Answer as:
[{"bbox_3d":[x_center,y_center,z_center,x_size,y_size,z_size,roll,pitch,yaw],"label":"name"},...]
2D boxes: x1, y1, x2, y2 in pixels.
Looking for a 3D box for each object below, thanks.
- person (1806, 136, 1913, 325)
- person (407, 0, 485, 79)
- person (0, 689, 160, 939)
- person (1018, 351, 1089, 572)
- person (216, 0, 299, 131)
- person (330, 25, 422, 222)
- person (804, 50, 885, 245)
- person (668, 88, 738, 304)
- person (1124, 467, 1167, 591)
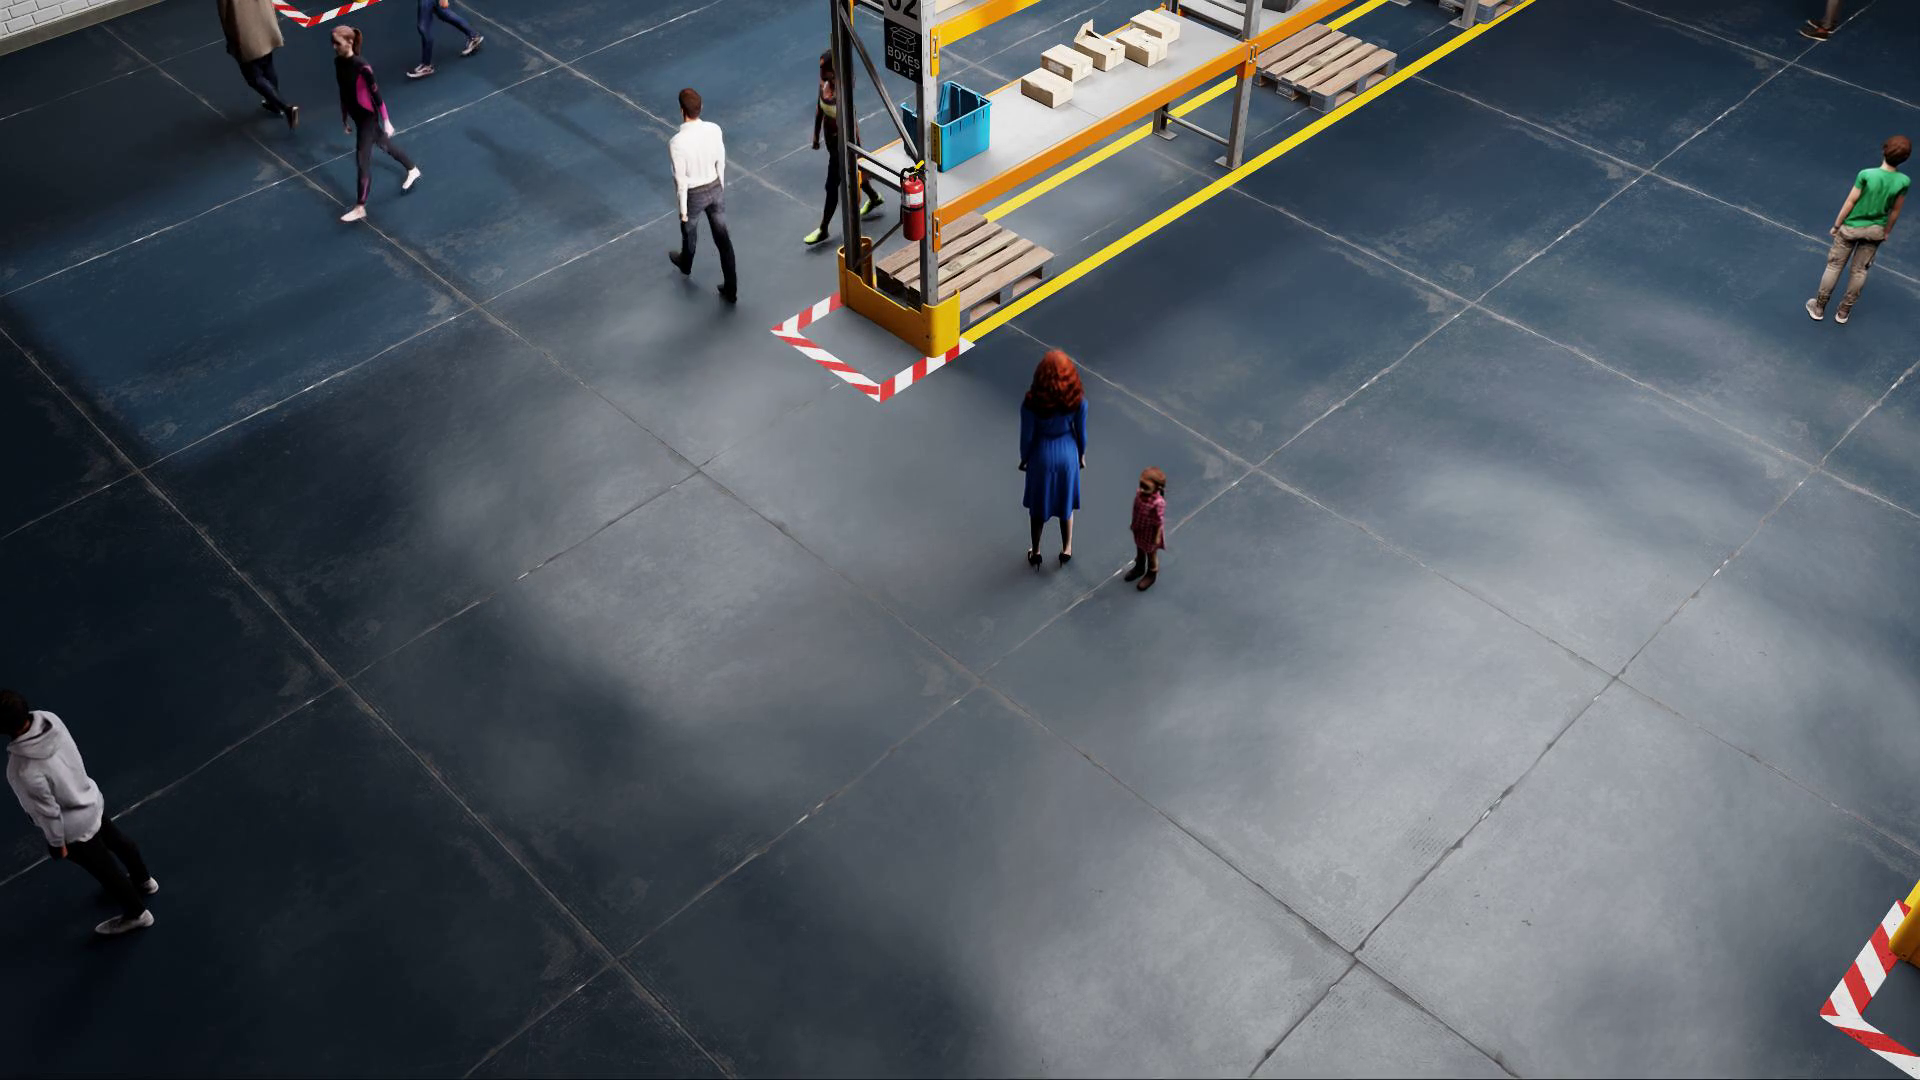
[{"bbox_3d":[7.302,-2.506,13.451,0.675,1.651,0.684,11,45,11],"label":"person"},{"bbox_3d":[-5.224,-5.545,16.620,1.182,1.680,0.784,-26,49,-25],"label":"person"},{"bbox_3d":[-4.837,1.470,9.077,0.771,1.929,0.769,-9,44,-9],"label":"person"},{"bbox_3d":[0.621,-0.505,11.224,0.704,1.827,0.771,-2,44,-2],"label":"person"},{"bbox_3d":[-6.623,-4.750,15.655,0.856,1.860,1.035,27,50,26],"label":"person"},{"bbox_3d":[-5.196,-3.749,14.724,0.739,1.695,1.214,24,49,23],"label":"person"},{"bbox_3d":[-0.968,-3.456,14.405,1.153,1.711,0.647,-31,52,-28],"label":"person"},{"bbox_3d":[-2.047,-2.749,13.571,1.056,1.838,0.845,-28,50,-26],"label":"person"},{"bbox_3d":[1.290,-0.103,11.385,0.475,1.021,0.448,-26,49,-25],"label":"person"}]
